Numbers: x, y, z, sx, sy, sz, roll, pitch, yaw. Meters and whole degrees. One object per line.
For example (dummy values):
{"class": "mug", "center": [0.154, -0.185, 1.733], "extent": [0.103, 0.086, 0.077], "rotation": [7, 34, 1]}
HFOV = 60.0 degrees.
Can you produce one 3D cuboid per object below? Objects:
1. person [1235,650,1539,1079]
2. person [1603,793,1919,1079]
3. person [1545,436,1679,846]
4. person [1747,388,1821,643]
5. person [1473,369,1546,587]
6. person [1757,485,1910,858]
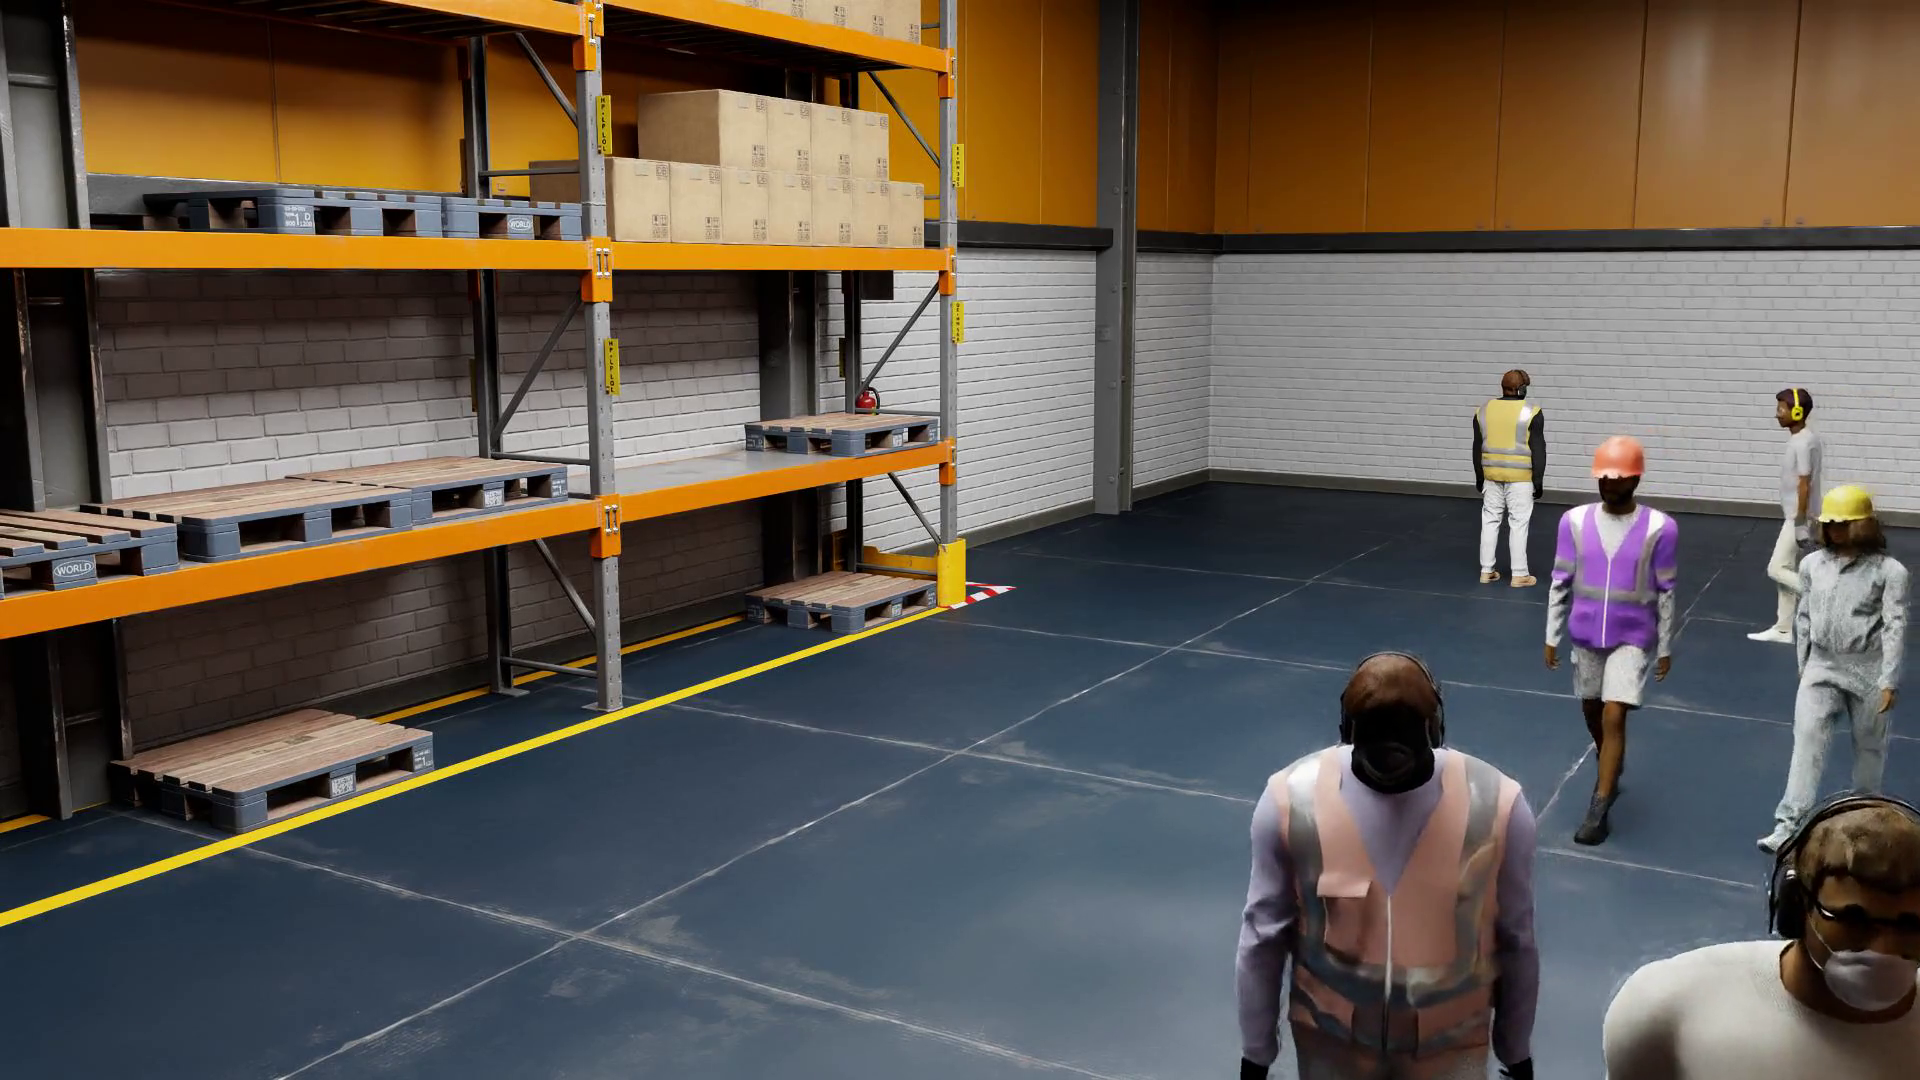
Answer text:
{"class": "person", "center": [0.936, 1.152, 3.709], "extent": [0.664, 1.817, 0.705], "rotation": [3, 10, 17]}
{"class": "person", "center": [1.260, 1.303, 2.464], "extent": [0.649, 1.918, 0.457], "rotation": [3, 10, 21]}
{"class": "person", "center": [3.137, 0.430, 7.999], "extent": [0.559, 1.903, 0.959], "rotation": [6, 11, 34]}
{"class": "person", "center": [5.977, -0.152, 11.782], "extent": [0.539, 1.847, 0.510], "rotation": [5, 11, 31]}
{"class": "person", "center": [4.676, -0.528, 14.134], "extent": [0.633, 1.841, 0.429], "rotation": [9, 13, 44]}
{"class": "person", "center": [3.961, 0.606, 7.480], "extent": [0.890, 1.692, 0.508], "rotation": [-8, 12, -41]}
